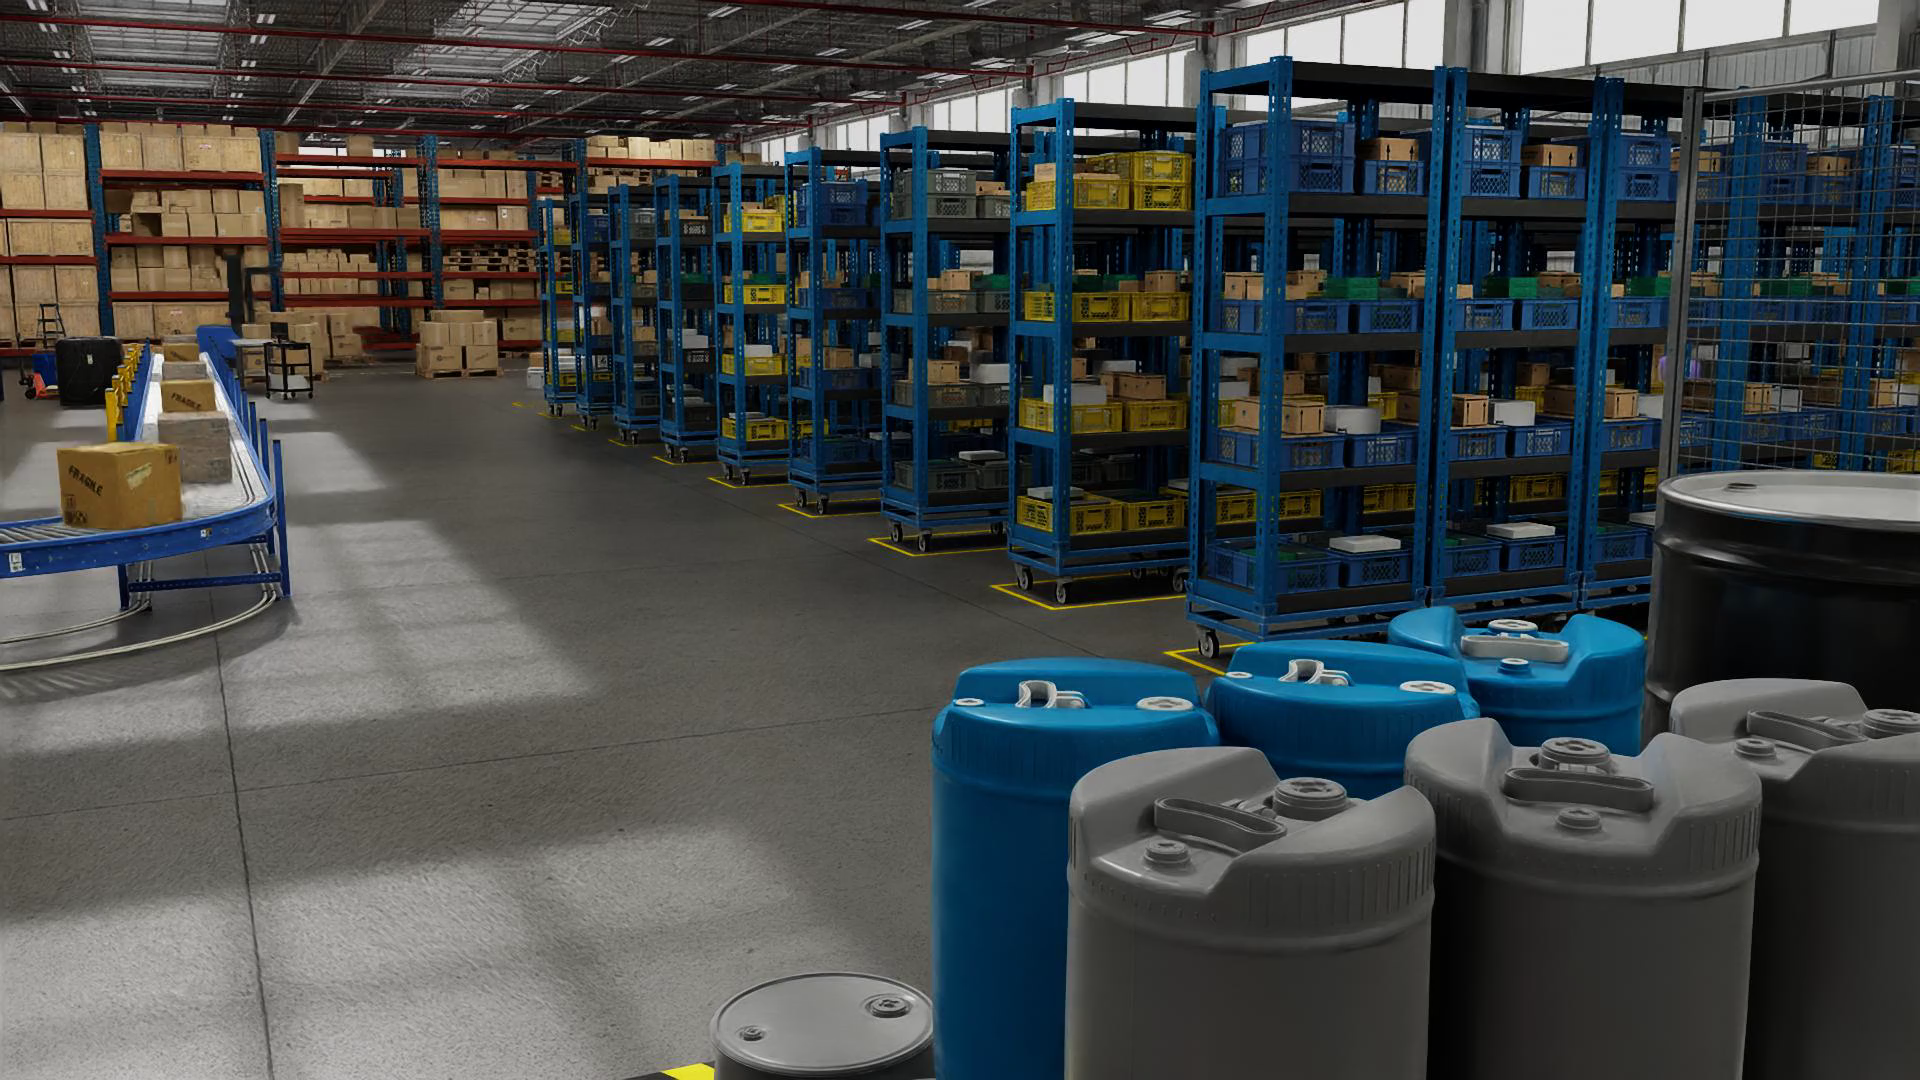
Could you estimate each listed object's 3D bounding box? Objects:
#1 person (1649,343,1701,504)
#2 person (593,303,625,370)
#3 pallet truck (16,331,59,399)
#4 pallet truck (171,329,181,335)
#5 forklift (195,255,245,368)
[{"bbox_3d":[7.224,-1.215,16.840,0.566,1.841,0.390,-4,10,-24],"label":"person"},{"bbox_3d":[-8.388,-4.887,39.318,0.980,1.937,0.636,4,10,21],"label":"person"},{"bbox_3d":[-17.082,-3.353,31.781,1.630,1.274,0.653,-4,10,-25],"label":"pallet truck"},{"bbox_3d":[-17.275,-3.851,35.096,1.601,1.201,0.680,0,9,1],"label":"pallet truck"},{"bbox_3d":[-17.802,-5.606,40.867,1.873,2.768,1.129,-4,10,-25],"label":"forklift"}]
